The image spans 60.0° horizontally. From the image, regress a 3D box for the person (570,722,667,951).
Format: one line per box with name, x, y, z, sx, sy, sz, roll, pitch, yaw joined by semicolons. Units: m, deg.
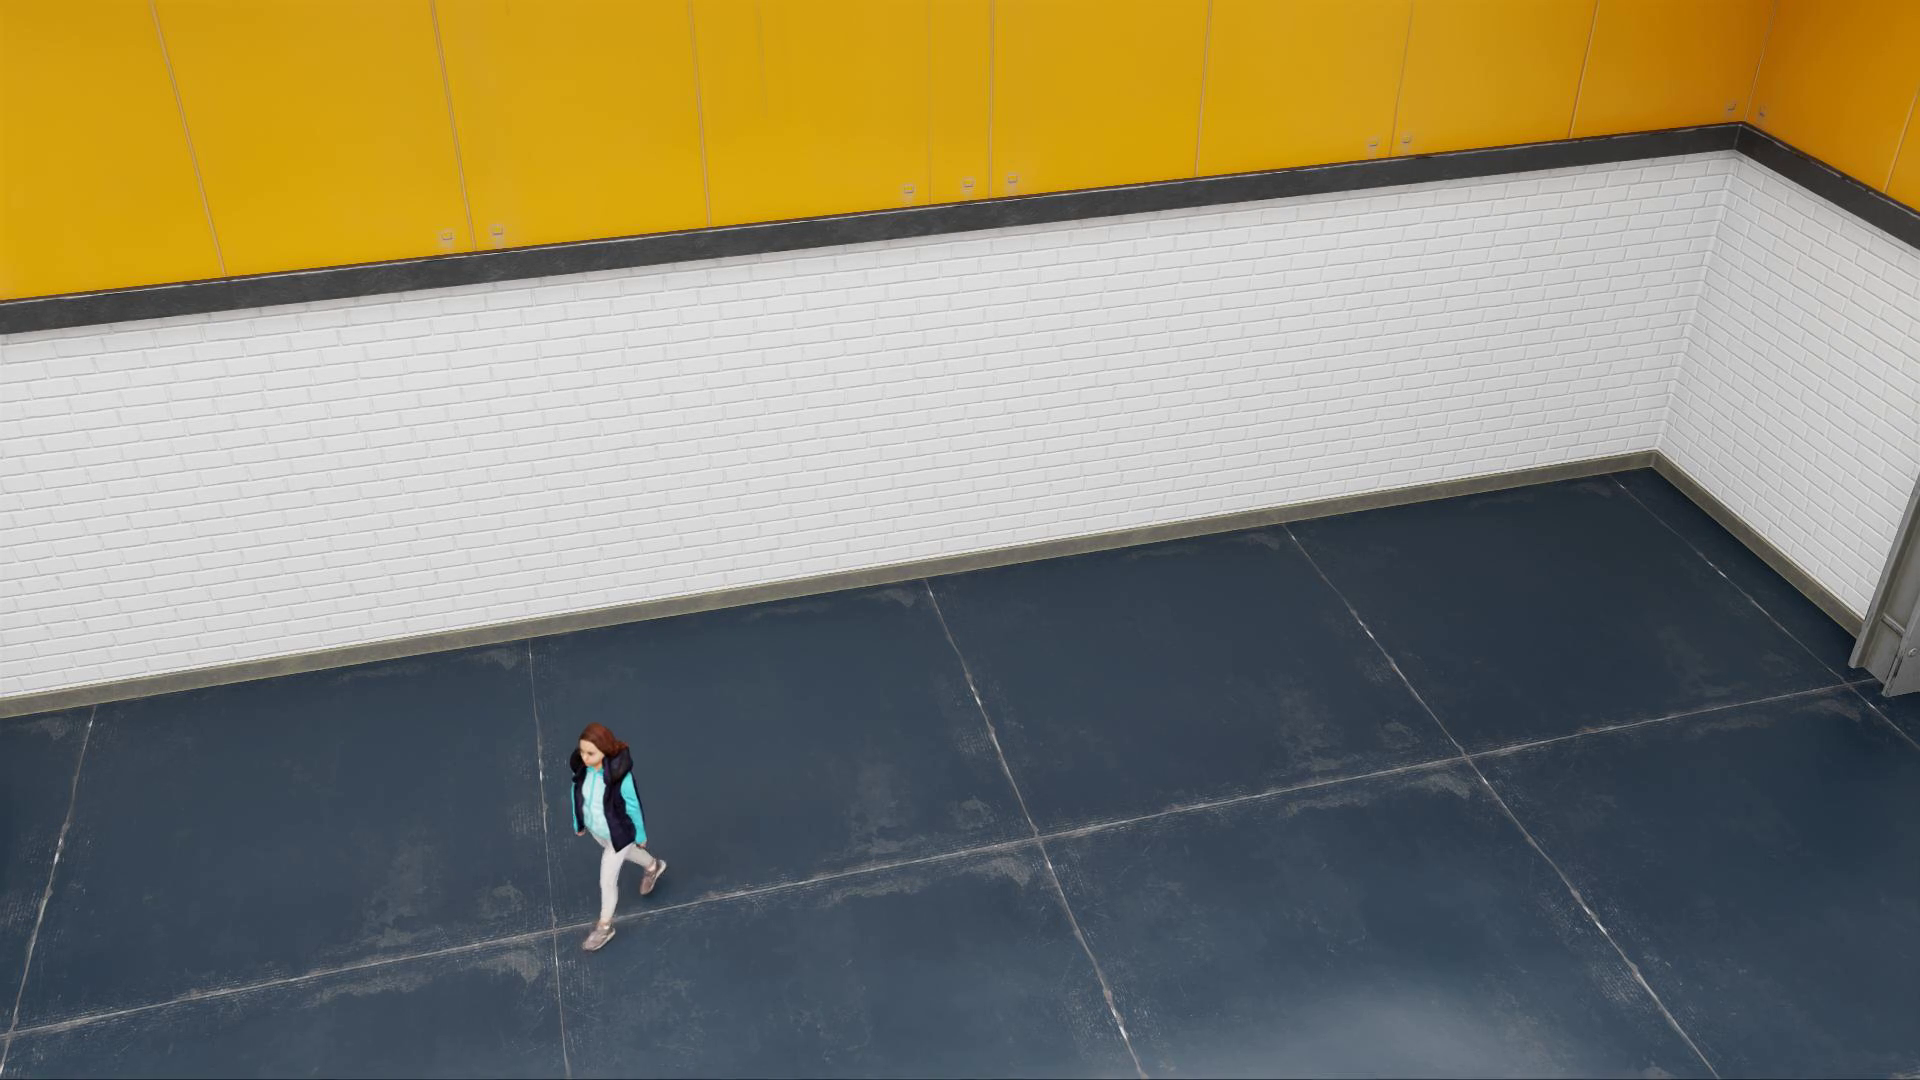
person;-1.965;1.603;9.573;0.981;1.471;1.028;19;38;26
